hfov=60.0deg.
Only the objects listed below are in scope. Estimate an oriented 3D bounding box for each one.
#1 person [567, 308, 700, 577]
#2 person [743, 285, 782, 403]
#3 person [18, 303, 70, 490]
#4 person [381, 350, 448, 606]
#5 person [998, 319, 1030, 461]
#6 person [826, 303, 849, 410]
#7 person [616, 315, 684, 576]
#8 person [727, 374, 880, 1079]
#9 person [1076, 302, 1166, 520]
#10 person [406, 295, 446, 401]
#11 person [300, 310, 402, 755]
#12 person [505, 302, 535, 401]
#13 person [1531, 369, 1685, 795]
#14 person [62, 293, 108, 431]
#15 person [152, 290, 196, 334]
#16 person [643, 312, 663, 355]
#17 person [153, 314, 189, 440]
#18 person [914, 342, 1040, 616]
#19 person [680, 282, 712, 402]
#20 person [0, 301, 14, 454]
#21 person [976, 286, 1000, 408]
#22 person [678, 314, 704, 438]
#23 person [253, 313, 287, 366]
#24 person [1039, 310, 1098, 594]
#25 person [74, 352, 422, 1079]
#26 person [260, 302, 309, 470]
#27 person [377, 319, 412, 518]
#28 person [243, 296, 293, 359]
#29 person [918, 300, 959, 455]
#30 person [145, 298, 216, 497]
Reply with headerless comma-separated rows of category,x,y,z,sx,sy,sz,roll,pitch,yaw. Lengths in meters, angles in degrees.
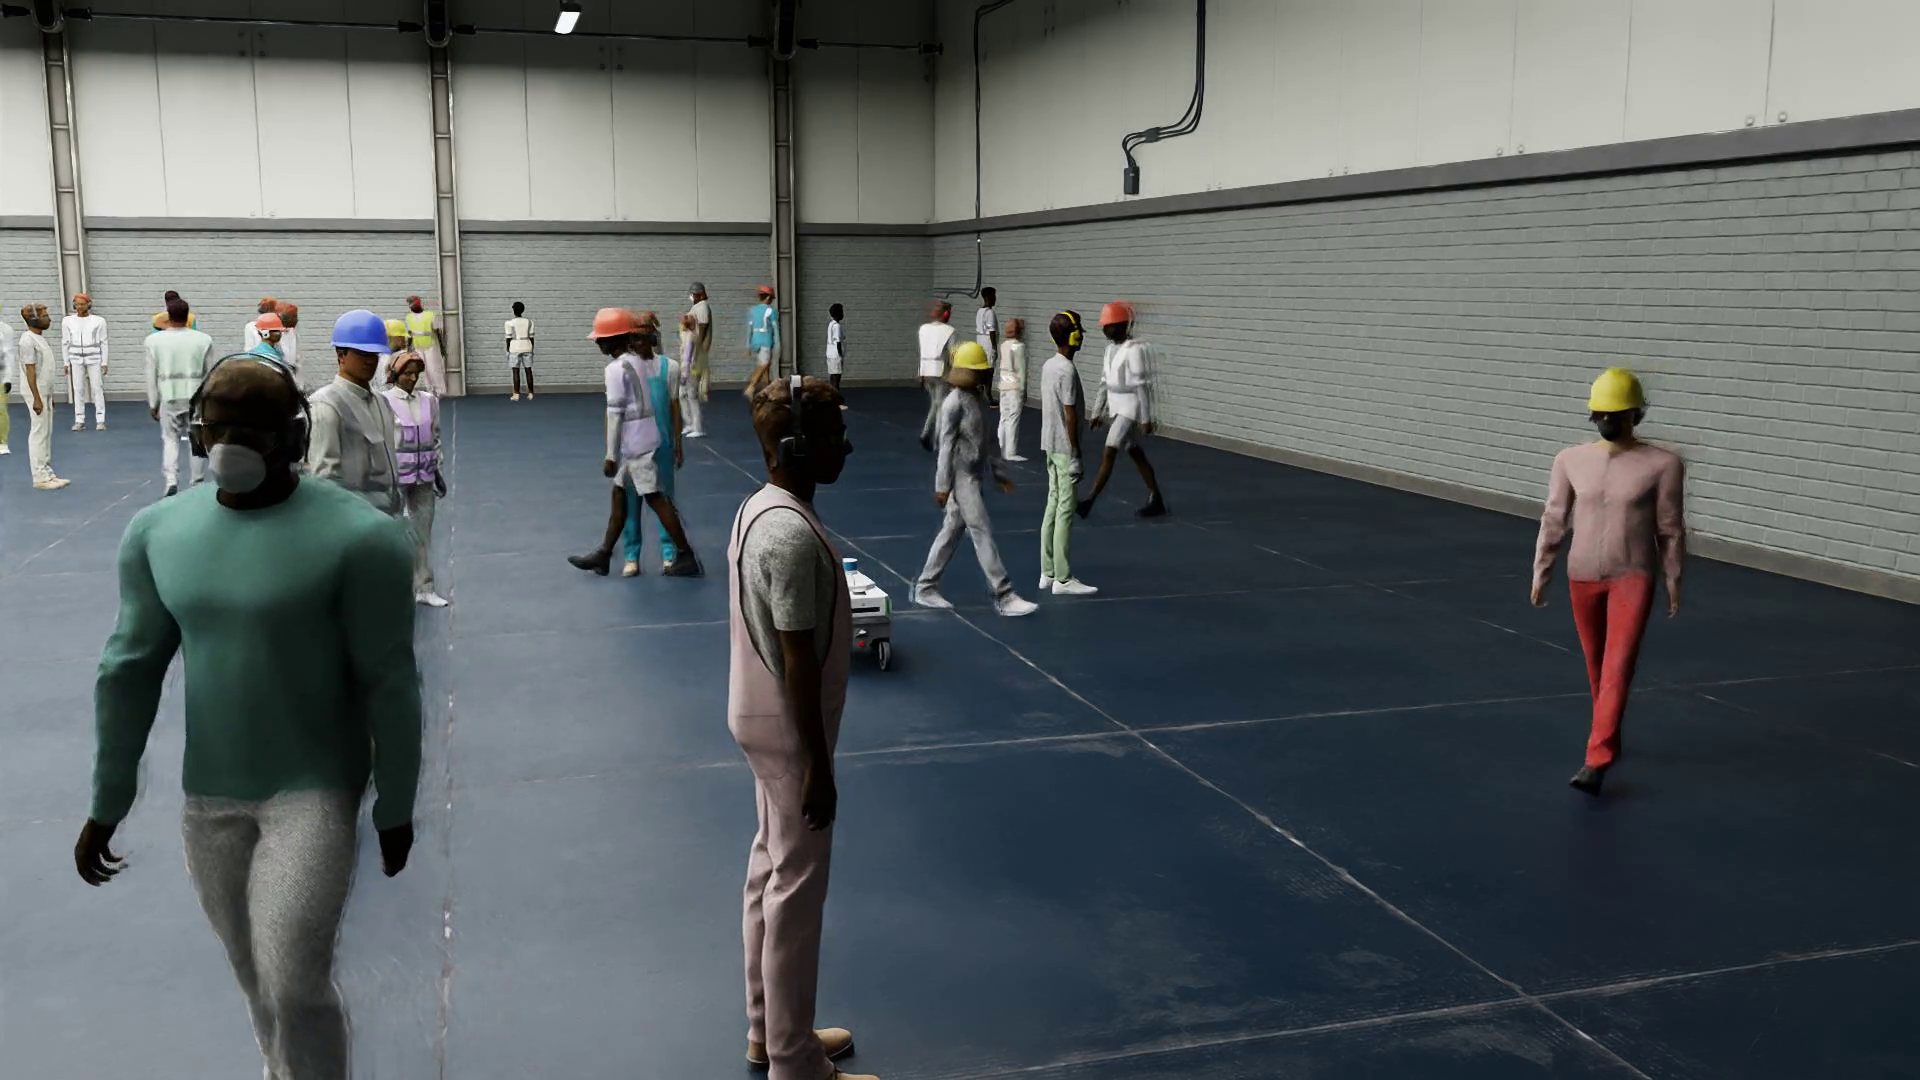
person,-2.252,-0.659,11.541,0.934,1.886,0.554,0,9,2
person,-3.333,-3.261,27.797,0.632,2.002,0.954,6,11,34
person,-9.094,-1.418,16.473,0.342,1.846,0.508,-3,9,-17
person,-3.465,-0.368,10.434,0.308,1.639,0.510,7,11,37
person,0.595,-1.709,19.069,0.348,1.625,0.539,-5,10,-30
person,-1.962,-2.917,26.522,0.317,1.693,0.537,-3,9,-17
person,-2.196,-0.652,11.641,0.510,1.837,0.356,-2,9,-11
person,-0.404,0.509,4.183,0.342,1.846,0.508,-3,9,-17
person,1.353,-1.105,14.382,1.060,1.868,0.557,-3,9,-19
person,-9.107,-3.251,28.283,0.588,1.805,0.492,3,9,19
person,-2.661,-0.042,7.379,0.402,1.944,0.605,1,9,6
person,-7.537,-3.230,28.508,0.533,1.697,0.318,-7,11,-36
person,2.654,0.156,6.847,0.554,1.714,0.933,7,11,38
person,-12.043,-2.445,22.908,0.575,1.884,0.355,-2,9,-15
person,-11.183,-2.594,23.742,0.587,1.920,0.391,-6,11,-34
person,-4.627,-2.615,24.910,0.383,1.600,0.598,5,10,29
person,-10.223,-2.098,21.489,0.289,1.632,0.497,-7,11,-38
person,0.068,-0.369,10.297,0.881,1.710,0.492,4,10,21
person,-4.480,-3.365,28.274,0.538,2.000,0.684,-2,9,-12
person,-11.556,-1.951,19.774,0.738,1.888,0.365,2,9,12
person,0.463,-3.127,26.993,0.367,1.966,0.606,-4,10,-21
person,-3.582,-2.146,21.800,0.488,1.618,0.555,-1,9,-7
person,-6.720,-1.342,16.280,0.329,1.751,0.567,-3,9,-17
person,0.706,-0.577,11.018,0.325,1.877,0.521,-3,9,-17
person,-1.512,0.574,3.523,0.654,1.923,0.572,2,9,13
person,-7.423,-1.668,18.119,1.014,1.828,0.622,1,9,9
person,-4.848,-1.039,14.405,0.500,1.724,0.518,-3,9,-19
person,-8.533,-2.069,20.569,0.606,1.872,0.414,-1,9,-6
person,-0.242,-1.930,19.684,0.606,1.797,0.452,8,12,41
person,-7.286,-1.315,15.627,0.605,1.905,0.426,-3,9,-17
